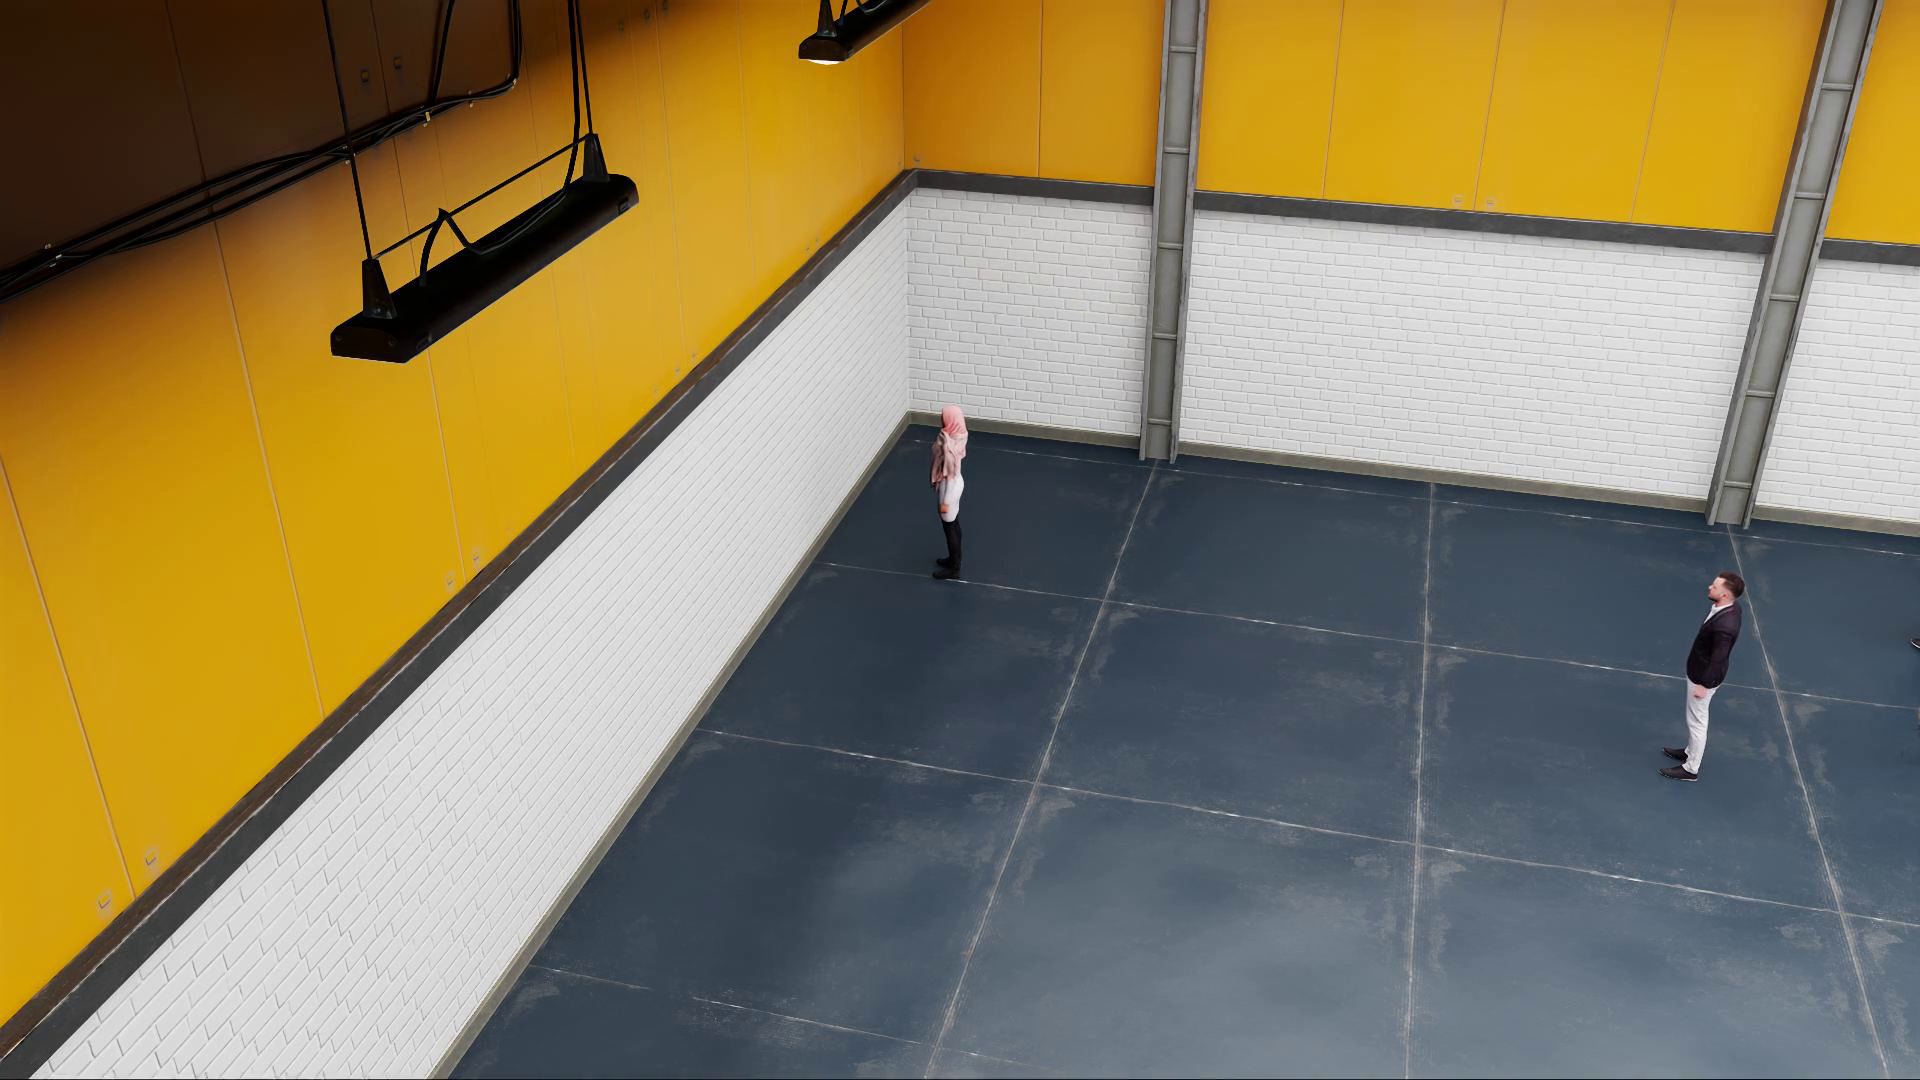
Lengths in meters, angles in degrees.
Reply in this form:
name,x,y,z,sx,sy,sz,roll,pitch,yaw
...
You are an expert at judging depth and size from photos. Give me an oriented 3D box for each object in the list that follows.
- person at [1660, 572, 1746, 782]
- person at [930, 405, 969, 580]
name,x,y,z,sx,sy,sz,roll,pitch,yaw
person,5.928,1.069,13.179,0.632,1.844,0.712,14,32,24
person,-0.090,-0.470,16.042,0.613,1.804,0.644,5,29,8
